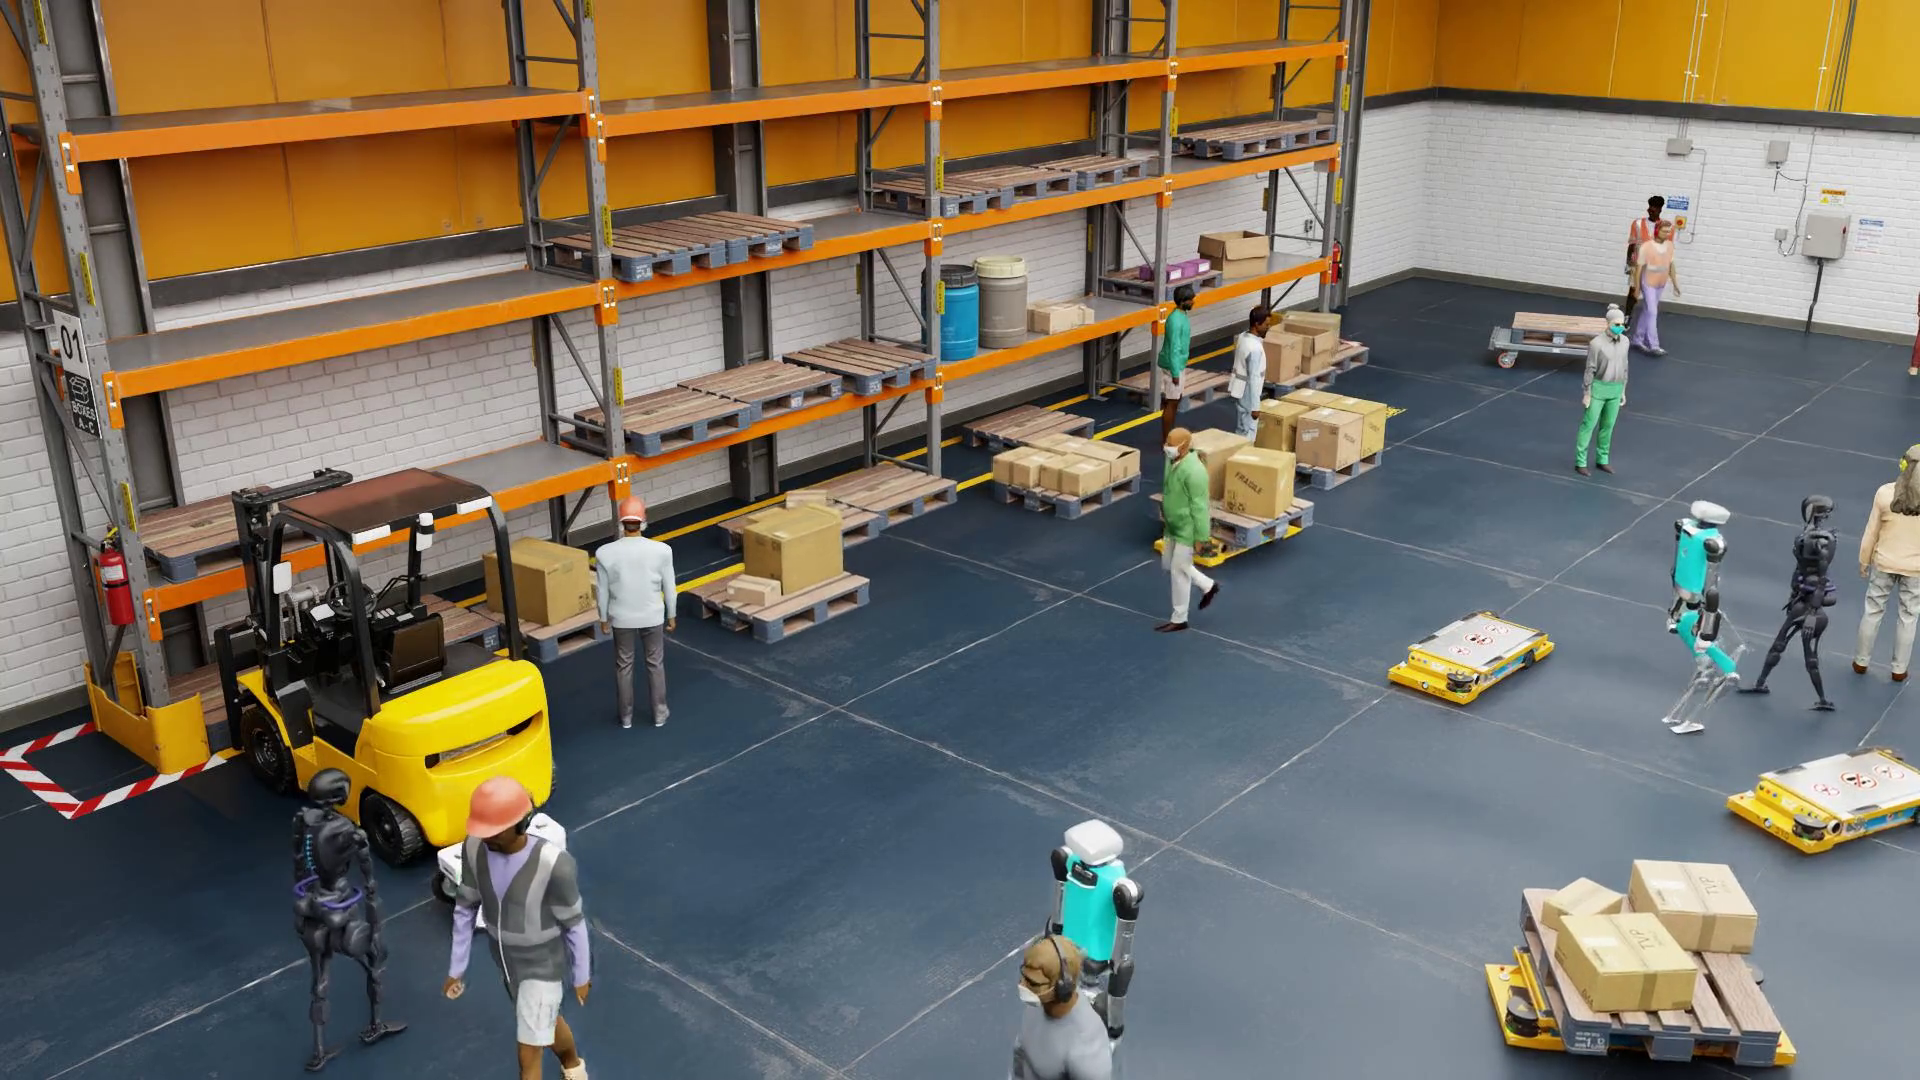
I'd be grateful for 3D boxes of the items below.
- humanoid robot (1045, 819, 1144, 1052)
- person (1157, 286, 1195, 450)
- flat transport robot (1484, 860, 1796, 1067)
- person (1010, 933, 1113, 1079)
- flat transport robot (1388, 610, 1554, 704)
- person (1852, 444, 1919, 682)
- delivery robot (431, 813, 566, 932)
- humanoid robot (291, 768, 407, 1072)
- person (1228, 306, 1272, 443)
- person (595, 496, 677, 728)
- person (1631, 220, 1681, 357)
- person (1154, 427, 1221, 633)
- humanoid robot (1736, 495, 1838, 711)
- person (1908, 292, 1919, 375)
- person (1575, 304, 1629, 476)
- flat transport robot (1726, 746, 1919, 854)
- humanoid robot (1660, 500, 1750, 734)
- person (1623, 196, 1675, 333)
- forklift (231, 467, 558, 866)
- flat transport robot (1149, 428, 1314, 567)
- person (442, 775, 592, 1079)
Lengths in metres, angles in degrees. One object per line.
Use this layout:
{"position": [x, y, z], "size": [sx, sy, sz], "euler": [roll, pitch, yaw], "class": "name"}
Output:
{"position": [0.447, 2.153, 7.579], "size": [0.936, 1.747, 0.545], "euler": [-15, 25, -35], "class": "humanoid robot"}
{"position": [2.386, -1.903, 18.438], "size": [0.404, 1.843, 0.496], "euler": [5, 21, 14], "class": "person"}
{"position": [3.589, 2.476, 8.842], "size": [1.431, 0.231, 0.659], "euler": [2, 20, 6], "class": "flat transport robot"}
{"position": [0.290, 2.415, 6.655], "size": [1.003, 1.890, 0.654], "euler": [-5, 21, -13], "class": "person"}
{"position": [4.040, 0.908, 13.092], "size": [1.431, 0.231, 0.659], "euler": [-19, 27, -41], "class": "flat transport robot"}
{"position": [7.203, 0.183, 12.752], "size": [0.558, 1.872, 0.393], "euler": [12, 23, 28], "class": "person"}
{"position": [-2.736, 1.942, 9.905], "size": [0.811, 0.614, 0.499], "euler": [-17, 26, -39], "class": "delivery robot"}
{"position": [-3.165, 1.895, 8.413], "size": [0.607, 1.650, 0.556], "euler": [8, 22, 22], "class": "humanoid robot"}
{"position": [2.991, -1.481, 17.206], "size": [0.414, 1.906, 0.599], "euler": [-1, 20, -2], "class": "person"}
{"position": [-2.330, 0.522, 12.008], "size": [0.572, 1.742, 0.352], "euler": [-4, 21, -10], "class": "person"}
{"position": [9.489, -3.397, 22.518], "size": [0.586, 1.817, 0.795], "euler": [-10, 22, -24], "class": "person"}
{"position": [1.900, -0.103, 13.678], "size": [0.576, 1.758, 0.561], "euler": [-7, 21, -19], "class": "person"}
{"position": [6.245, 0.465, 12.307], "size": [0.642, 1.634, 0.618], "euler": [4, 21, 11], "class": "humanoid robot"}
{"position": [12.610, -2.984, 21.471], "size": [0.470, 1.769, 0.378], "euler": [12, 23, 29], "class": "person"}
{"position": [6.810, -1.588, 17.587], "size": [0.513, 1.842, 0.328], "euler": [-7, 21, -17], "class": "person"}
{"position": [5.845, 1.698, 10.949], "size": [1.431, 0.231, 0.659], "euler": [-9, 22, -22], "class": "flat transport robot"}
{"position": [5.371, 0.578, 11.852], "size": [0.688, 1.791, 0.537], "euler": [-2, 20, -5], "class": "humanoid robot"}
{"position": [9.840, -3.951, 23.816], "size": [0.601, 1.960, 0.370], "euler": [9, 22, 24], "class": "person"}
{"position": [-3.730, 0.710, 10.856], "size": [2.313, 2.155, 1.214], "euler": [17, 26, 38], "class": "forklift"}
{"position": [2.552, -0.077, 15.761], "size": [1.431, 0.231, 0.659], "euler": [-18, 27, -40], "class": "flat transport robot"}
{"position": [-2.080, 1.993, 7.664], "size": [0.626, 1.989, 1.024], "euler": [11, 23, 28], "class": "person"}
